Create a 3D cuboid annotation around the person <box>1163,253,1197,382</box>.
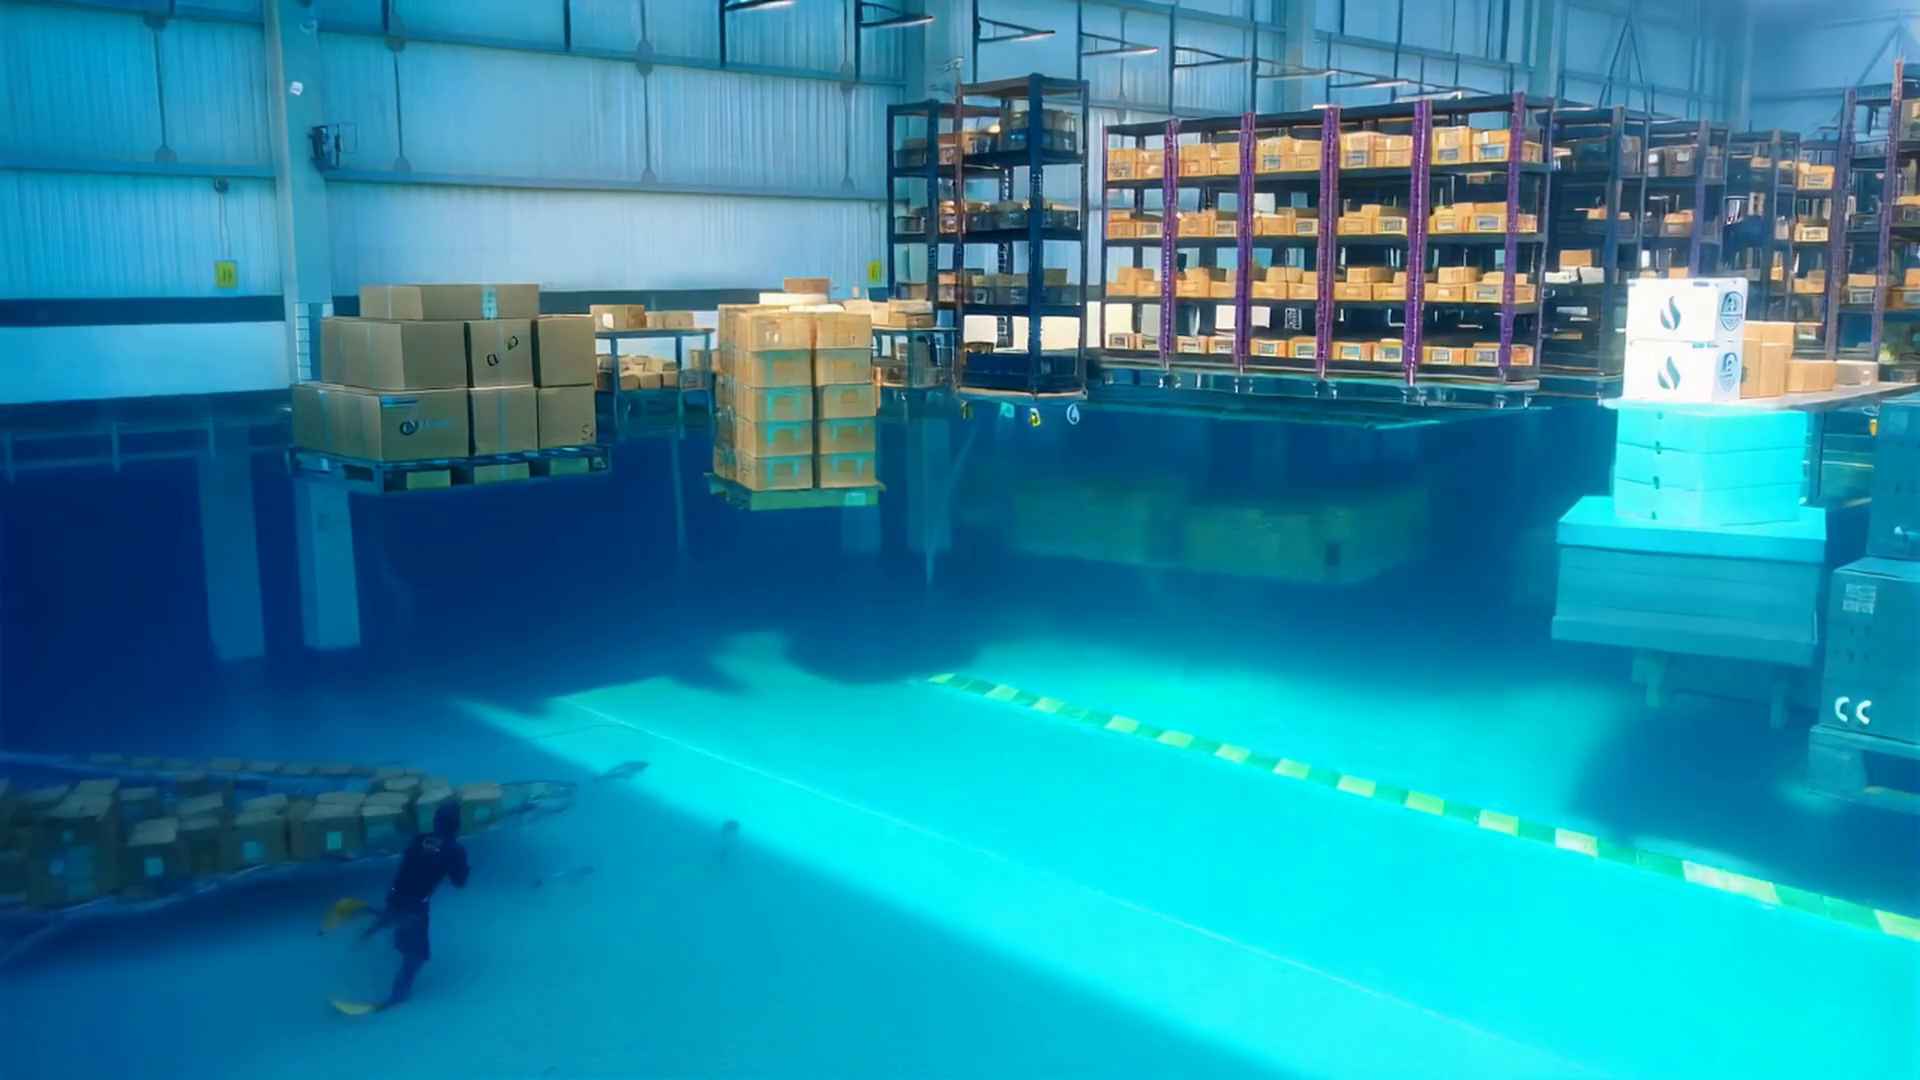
[{"bbox_3d":[3.179,-3.212,24.029,0.563,1.847,0.388,7,12,36],"label":"person"}]
